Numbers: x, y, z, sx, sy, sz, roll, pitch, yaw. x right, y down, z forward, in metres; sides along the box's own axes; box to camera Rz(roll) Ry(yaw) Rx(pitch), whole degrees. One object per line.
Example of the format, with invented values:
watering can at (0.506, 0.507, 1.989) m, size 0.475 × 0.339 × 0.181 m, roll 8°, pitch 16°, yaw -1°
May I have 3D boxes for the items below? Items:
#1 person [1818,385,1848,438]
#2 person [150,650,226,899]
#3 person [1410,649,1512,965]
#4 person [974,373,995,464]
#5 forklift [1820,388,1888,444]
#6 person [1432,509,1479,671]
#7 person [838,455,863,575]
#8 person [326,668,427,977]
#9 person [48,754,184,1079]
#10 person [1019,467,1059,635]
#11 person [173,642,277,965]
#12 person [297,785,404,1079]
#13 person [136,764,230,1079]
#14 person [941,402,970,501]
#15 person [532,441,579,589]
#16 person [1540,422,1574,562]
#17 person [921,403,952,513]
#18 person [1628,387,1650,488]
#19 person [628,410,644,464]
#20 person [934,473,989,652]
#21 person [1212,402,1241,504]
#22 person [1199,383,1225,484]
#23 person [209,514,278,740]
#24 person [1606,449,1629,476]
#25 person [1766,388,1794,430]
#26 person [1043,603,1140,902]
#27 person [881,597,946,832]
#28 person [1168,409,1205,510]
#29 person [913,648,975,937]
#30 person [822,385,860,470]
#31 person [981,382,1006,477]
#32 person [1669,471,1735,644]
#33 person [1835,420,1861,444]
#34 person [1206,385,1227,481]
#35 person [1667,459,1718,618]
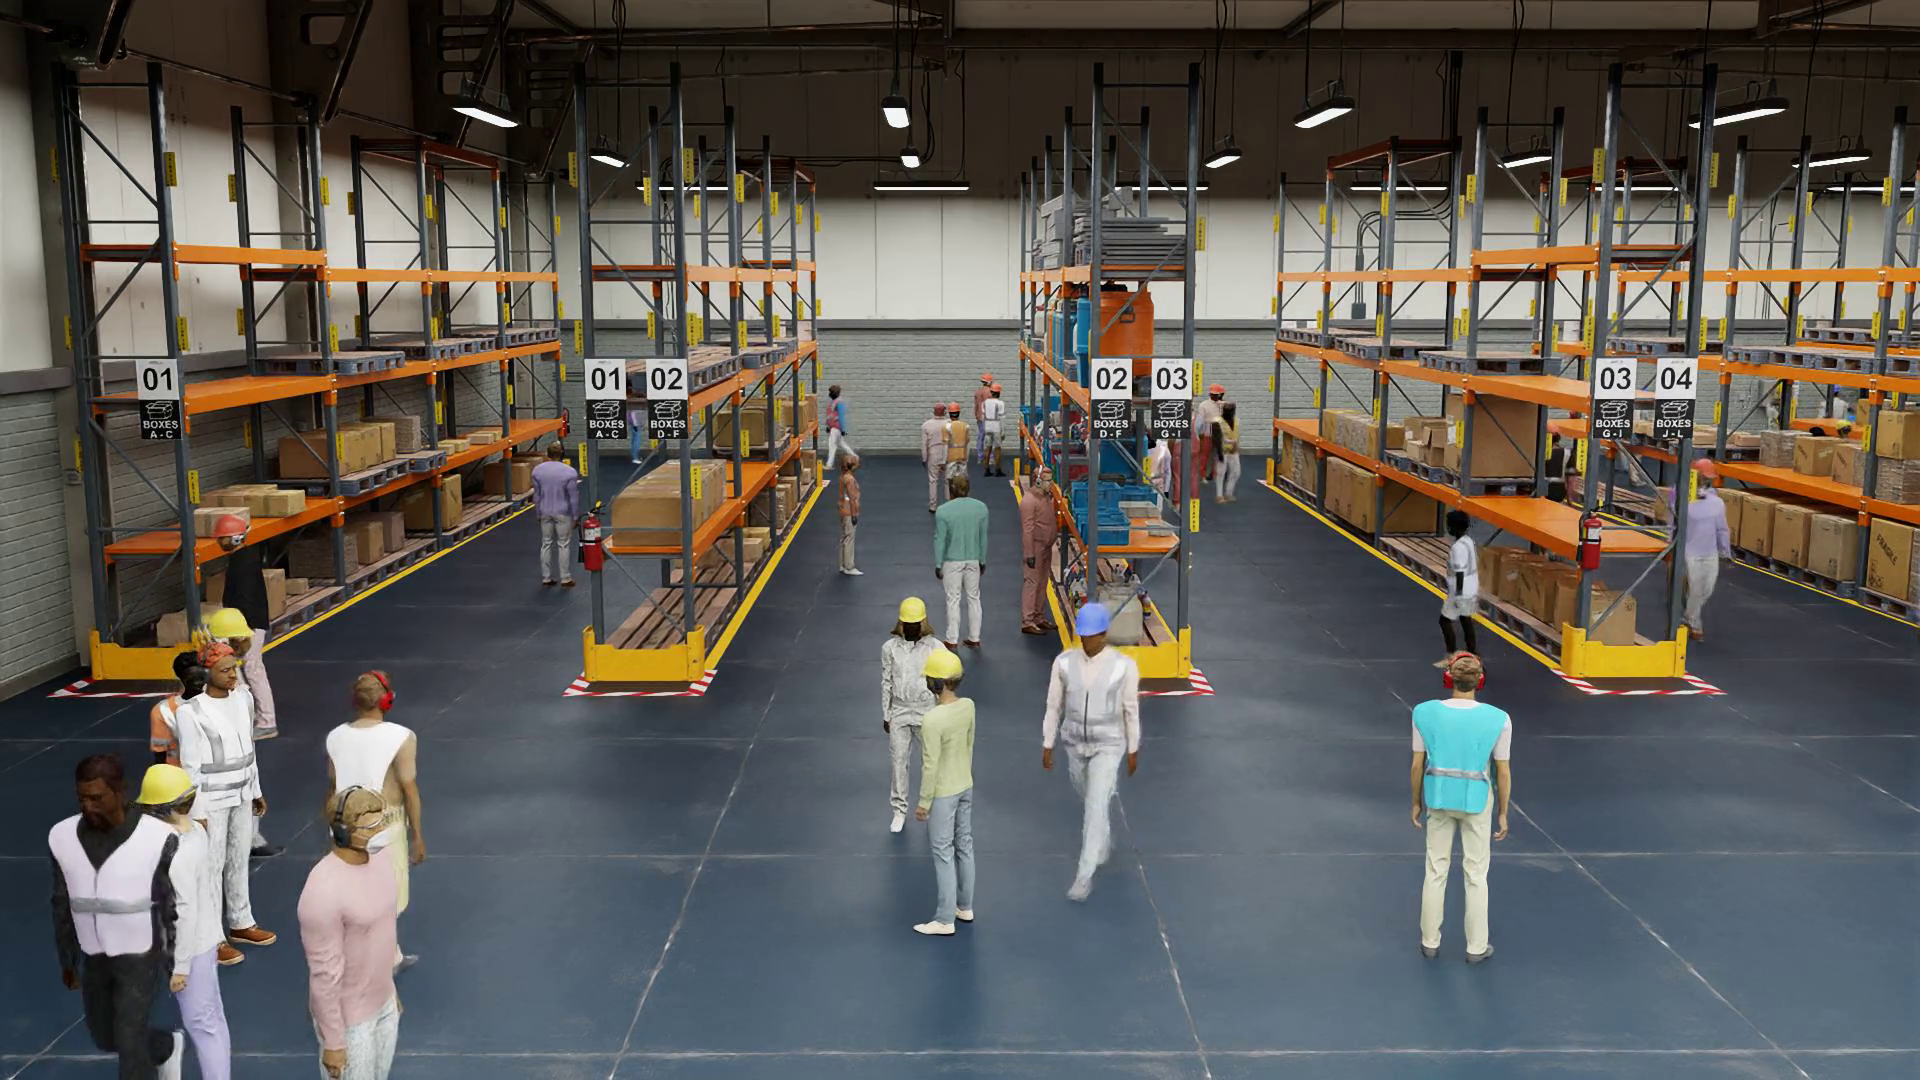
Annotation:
person at (17.742, -2.224, 33.813) m, size 0.614 × 1.927 × 0.671 m, roll -1°, pitch 9°, yaw -7°
person at (-4.804, 1.520, 10.491) m, size 0.530 × 1.690 × 0.319 m, roll -6°, pitch 11°, yaw -34°
person at (2.911, 1.563, 9.703) m, size 0.569 × 1.849 × 0.385 m, roll 4°, pitch 10°, yaw 24°
person at (0.582, -2.645, 36.299) m, size 0.379 × 1.996 × 0.611 m, roll -9°, pitch 12°, yaw -44°
forklift at (20.072, -3.110, 36.462) m, size 1.873 × 2.768 × 1.129 m, roll 0°, pitch 9°, yaw 0°
person at (5.058, 0.517, 16.950) m, size 0.461 × 1.673 × 0.585 m, roll 4°, pitch 10°, yaw 24°
person at (-1.505, -0.341, 22.626) m, size 0.306 × 1.639 × 0.523 m, roll -3°, pitch 9°, yaw -17°
person at (-3.295, 1.644, 9.255) m, size 0.586 × 1.825 × 0.730 m, roll 4°, pitch 10°, yaw 22°
person at (-3.824, 1.861, 7.656) m, size 0.596 × 1.894 × 0.745 m, roll 1°, pitch 9°, yaw 5°
person at (0.910, 0.118, 18.863) m, size 0.402 × 1.900 × 0.645 m, roll 4°, pitch 10°, yaw 24°
person at (-4.325, 1.532, 9.800) m, size 0.355 × 1.882 × 0.576 m, roll 2°, pitch 9°, yaw 15°
person at (-2.492, 1.955, 6.897) m, size 0.371 × 1.939 × 0.629 m, roll 1°, pitch 9°, yaw 4°
person at (-3.632, 1.903, 7.787) m, size 0.328 × 1.765 × 0.528 m, roll -3°, pitch 9°, yaw -17°
person at (-0.087, -1.382, 28.389) m, size 0.542 × 1.931 × 0.376 m, roll -5°, pitch 10°, yaw -29°
person at (-5.236, -0.321, 21.585) m, size 0.623 × 1.932 × 0.371 m, roll 2°, pitch 9°, yaw 11°
person at (8.209, -0.630, 23.225) m, size 0.627 × 2.025 × 0.522 m, roll 1°, pitch 9°, yaw 8°
person at (-0.344, -1.409, 28.634) m, size 0.641 × 1.910 × 0.401 m, roll 0°, pitch 9°, yaw -1°
person at (13.185, -1.994, 32.268) m, size 0.391 × 1.946 × 0.615 m, roll 6°, pitch 10°, yaw 32°
person at (-7.058, -2.612, 36.512) m, size 0.375 × 1.870 × 0.813 m, roll 1°, pitch 9°, yaw 4°
person at (0.012, 0.242, 17.947) m, size 0.629 × 1.933 × 0.364 m, roll -4°, pitch 10°, yaw -24°
person at (4.794, -1.562, 29.843) m, size 0.644 × 1.828 × 0.485 m, roll -5°, pitch 10°, yaw -31°
person at (4.990, -2.093, 32.778) m, size 0.612 × 1.986 × 0.401 m, roll -3°, pitch 9°, yaw -19°
person at (-6.268, 0.752, 14.516) m, size 0.434 × 1.981 × 0.618 m, roll -6°, pitch 10°, yaw -32°
person at (13.720, -2.221, 34.271) m, size 0.662 × 1.773 × 0.898 m, roll -7°, pitch 11°, yaw -39°
person at (16.940, -2.232, 34.281) m, size 0.657 × 1.809 × 0.345 m, roll 2°, pitch 9°, yaw 15°
person at (0.876, 1.333, 11.035) m, size 0.632 × 1.903 × 1.003 m, roll 4°, pitch 10°, yaw 25°
person at (-0.333, 1.262, 12.004) m, size 0.484 × 1.736 × 0.322 m, roll 1°, pitch 9°, yaw 8°
person at (3.900, -1.541, 29.057) m, size 0.688 × 2.000 × 0.536 m, roll -3°, pitch 9°, yaw -18°
person at (-0.090, 1.531, 10.166) m, size 0.303 × 1.772 × 0.523 m, roll 5°, pitch 10°, yaw 30°
person at (-2.550, -2.404, 35.356) m, size 0.848 × 1.813 × 0.627 m, roll -2°, pitch 9°, yaw -15°
person at (0.709, -2.253, 33.968) m, size 0.551 × 1.934 × 0.373 m, roll 7°, pitch 11°, yaw 36°
person at (8.197, 0.188, 18.450) m, size 0.710 × 1.920 × 0.633 m, roll -2°, pitch 9°, yaw -10°
person at (14.406, -1.099, 27.222) m, size 0.544 × 1.719 × 0.860 m, roll 1°, pitch 9°, yaw 3°
person at (5.147, -2.134, 33.205) m, size 0.357 × 1.937 × 0.551 m, roll -7°, pitch 11°, yaw -38°
person at (8.682, -0.008, 19.618) m, size 0.568 × 1.904 × 0.650 m, roll -2°, pitch 9°, yaw -10°
